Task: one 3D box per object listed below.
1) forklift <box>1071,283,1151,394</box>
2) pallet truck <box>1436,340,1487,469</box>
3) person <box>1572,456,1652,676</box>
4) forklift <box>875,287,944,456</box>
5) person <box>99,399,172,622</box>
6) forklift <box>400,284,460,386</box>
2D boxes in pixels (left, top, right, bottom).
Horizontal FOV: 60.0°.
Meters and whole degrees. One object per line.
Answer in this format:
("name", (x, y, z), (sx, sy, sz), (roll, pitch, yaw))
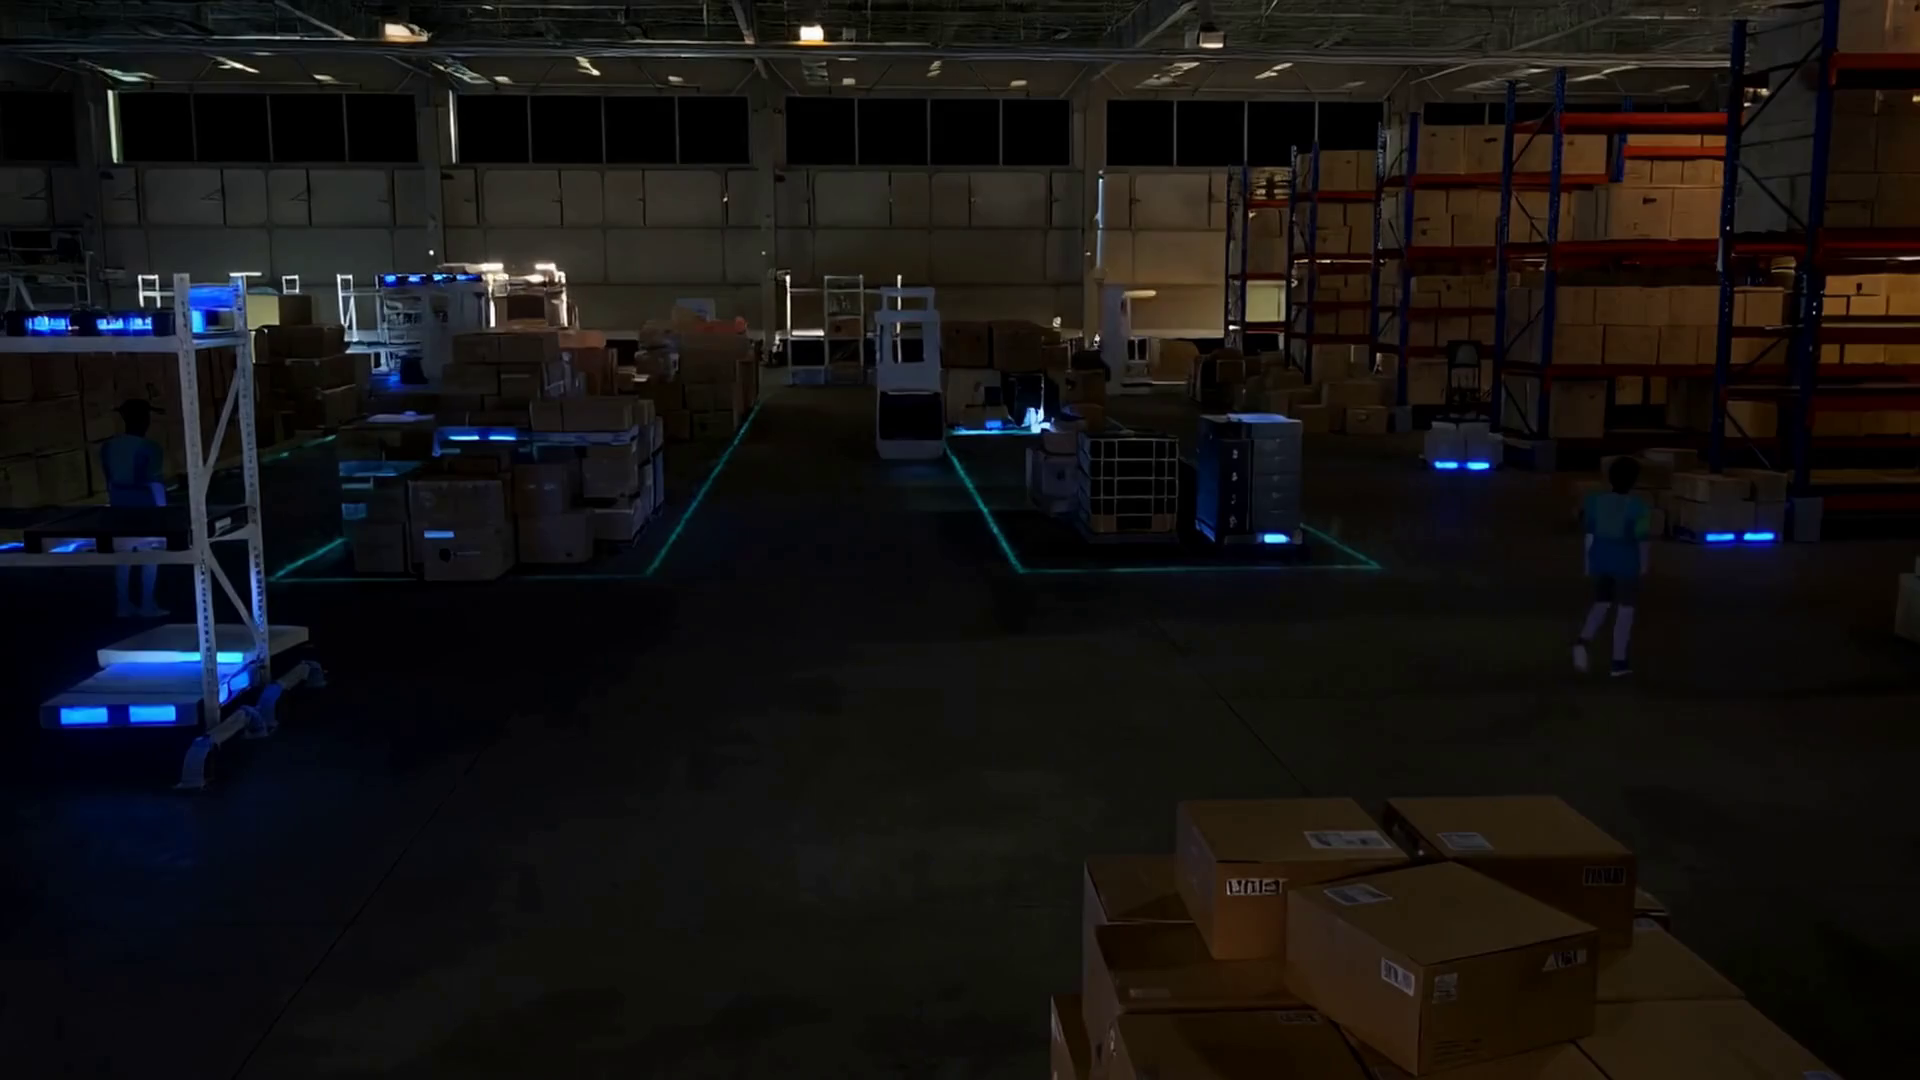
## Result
("forklift", (3.864, -5.194, 42.641), (1.873, 2.768, 1.129), (4, 10, 22))
("pallet truck", (8.004, -2.170, 26.422), (0.823, 1.965, 1.885), (2, 9, 14))
("person", (4.886, 0.209, 12.460), (0.521, 1.677, 0.540), (-8, 12, -40))
("forklift", (-0.865, -2.874, 28.077), (1.129, 2.768, 1.873), (-1, 9, -4))
("person", (-7.214, -0.262, 14.594), (0.605, 1.955, 0.376), (2, 9, 14))
("forklift", (-11.964, -4.501, 38.294), (1.873, 2.768, 1.129), (7, 11, 37))
